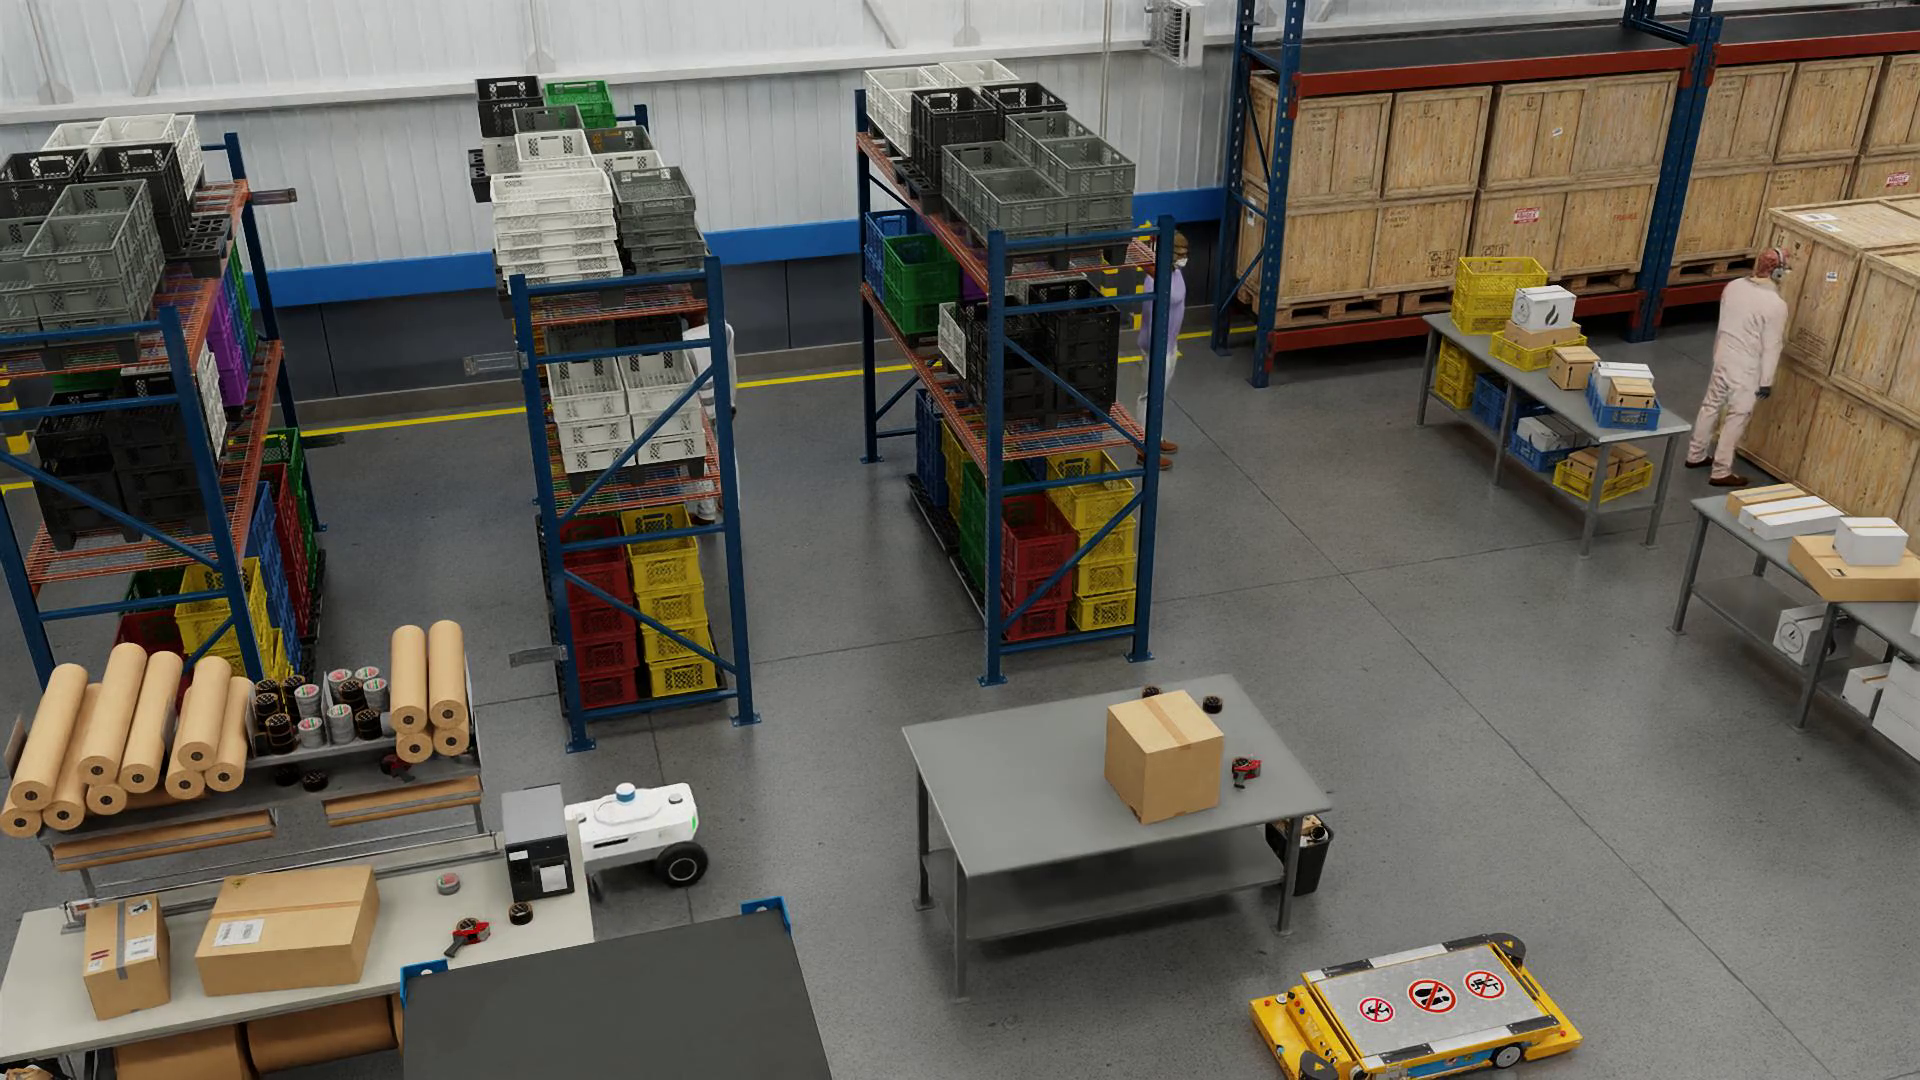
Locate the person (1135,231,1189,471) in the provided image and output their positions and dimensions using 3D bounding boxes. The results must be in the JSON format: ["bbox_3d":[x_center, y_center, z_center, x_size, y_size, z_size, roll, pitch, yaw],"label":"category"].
[{"bbox_3d":[1.600,-1.519,13.185,0.370,1.934,0.627,9,30,16],"label":"person"}]

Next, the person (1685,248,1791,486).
[{"bbox_3d":[6.102,-1.350,12.922,0.401,1.897,0.645,-6,29,-10],"label":"person"}]

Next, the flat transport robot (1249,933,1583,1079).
[{"bbox_3d":[2.184,2.282,7.980,1.431,0.197,0.652,-8,30,-14],"label":"flat transport robot"}]

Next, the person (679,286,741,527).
[{"bbox_3d":[-1.879,-0.956,12.212,0.576,1.882,0.362,-24,37,-36],"label":"person"}]

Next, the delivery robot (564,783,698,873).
[{"bbox_3d":[-1.782,1.532,8.959,0.707,0.478,0.477,-9,30,-16],"label":"delivery robot"}]
